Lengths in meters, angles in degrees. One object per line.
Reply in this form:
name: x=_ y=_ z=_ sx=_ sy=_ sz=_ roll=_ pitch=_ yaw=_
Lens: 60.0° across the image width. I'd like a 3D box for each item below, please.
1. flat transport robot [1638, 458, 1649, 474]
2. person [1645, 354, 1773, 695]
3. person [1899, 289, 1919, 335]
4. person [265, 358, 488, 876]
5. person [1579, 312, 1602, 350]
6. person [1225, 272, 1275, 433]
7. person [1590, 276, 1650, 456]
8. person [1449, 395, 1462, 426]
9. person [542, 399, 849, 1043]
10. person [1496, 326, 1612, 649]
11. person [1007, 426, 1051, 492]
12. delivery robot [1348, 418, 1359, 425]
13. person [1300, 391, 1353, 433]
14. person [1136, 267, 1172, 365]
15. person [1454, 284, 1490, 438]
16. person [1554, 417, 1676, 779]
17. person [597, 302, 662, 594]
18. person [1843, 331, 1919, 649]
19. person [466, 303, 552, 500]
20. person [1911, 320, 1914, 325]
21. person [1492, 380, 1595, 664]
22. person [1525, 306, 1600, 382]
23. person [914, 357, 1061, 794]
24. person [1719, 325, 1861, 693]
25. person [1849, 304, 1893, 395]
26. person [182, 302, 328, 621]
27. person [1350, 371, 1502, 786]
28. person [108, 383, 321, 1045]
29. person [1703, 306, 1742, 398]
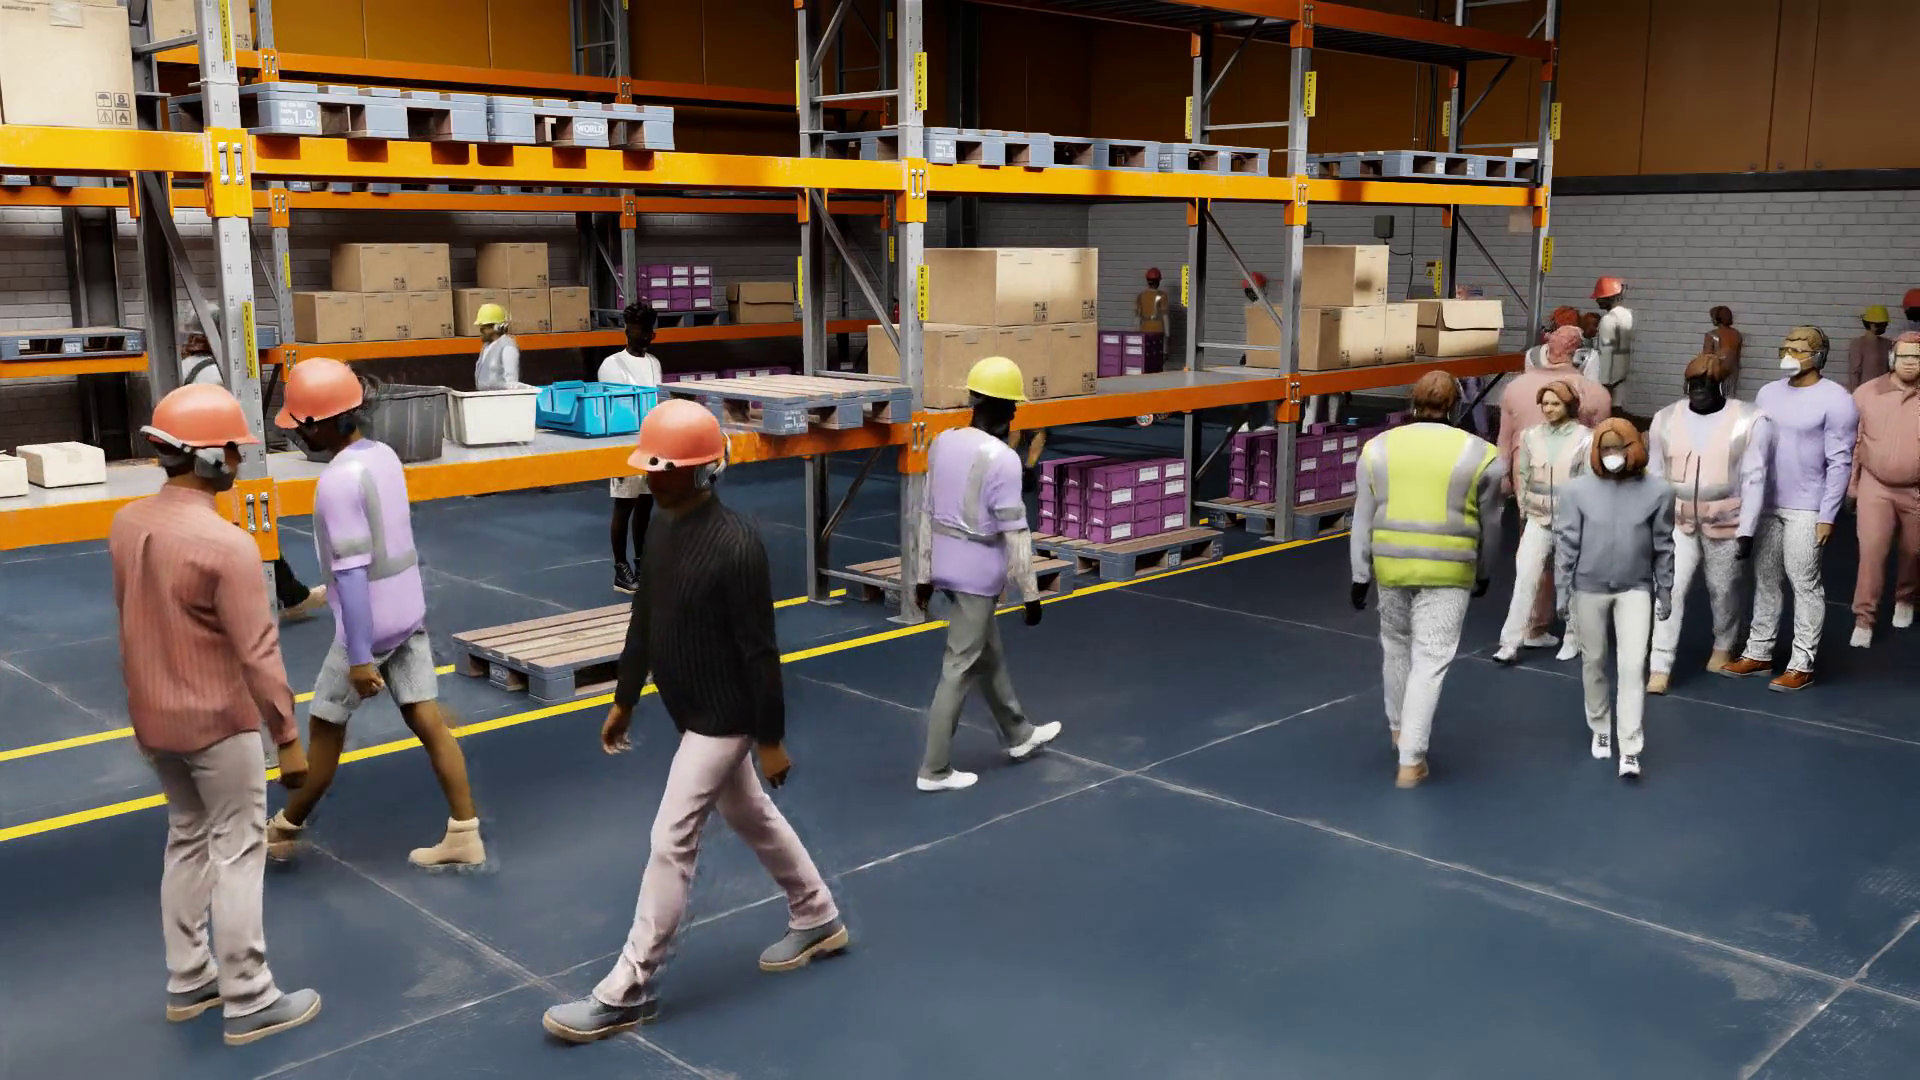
flat transport robot: x=6.441 y=-0.689 z=16.228 sx=1.431 sy=0.197 sz=0.652 roll=3 pitch=11 yaw=18
person: x=3.994 y=-0.108 z=8.930 sx=0.622 sy=1.802 sz=0.948 roll=7 pitch=13 yaw=34
person: x=9.635 y=-1.569 z=16.667 sx=0.552 sy=1.885 sz=1.037 roll=-2 pitch=11 yaw=-11
person: x=-2.283 y=0.306 z=6.164 sx=1.063 sy=1.958 sz=0.649 roll=1 pitch=10 yaw=4
person: x=6.519 y=-1.600 z=17.534 sx=0.673 sy=1.607 sz=0.499 roll=6 pitch=12 yaw=29
person: x=3.522 y=-2.228 z=20.004 sx=0.733 sy=1.967 sz=0.612 roll=-6 pitch=12 yaw=-29
person: x=6.820 y=-1.730 z=17.209 sx=0.616 sy=1.996 sz=0.849 roll=-9 pitch=14 yaw=-42
person: x=5.586 y=-1.970 z=19.201 sx=0.533 sy=1.739 sz=0.618 roll=-5 pitch=11 yaw=-23
person: x=-0.781 y=0.517 z=5.155 sx=1.082 sy=1.934 sz=0.634 roll=-7 pitch=12 yaw=-32
person: x=3.501 y=-0.304 z=9.744 sx=0.625 sy=1.884 sz=0.650 roll=-8 pitch=13 yaw=-38
person: x=0.646 y=-1.386 z=15.524 sx=0.530 sy=1.919 sz=0.580 roll=-5 pitch=11 yaw=-25
delivery robot: x=3.989 y=-0.998 z=16.887 sx=0.707 sy=0.478 sz=0.477 roll=-6 pitch=12 yaw=-32
person: x=3.528 y=-1.471 z=16.094 sx=0.585 sy=1.882 sz=0.337 roll=-3 pitch=11 yaw=-17
person: x=2.922 y=-3.144 z=25.105 sx=0.582 sy=1.927 sz=0.570 roll=9 pitch=14 yaw=40
person: x=5.621 y=-1.980 z=18.962 sx=1.007 sy=1.843 sz=0.676 roll=7 pitch=13 yaw=34
person: x=2.910 y=0.263 z=7.414 sx=0.511 sy=1.589 sz=0.806 roll=4 pitch=11 yaw=21
person: x=-2.183 y=-0.625 z=11.275 sx=0.375 sy=1.959 sz=0.600 roll=4 pitch=11 yaw=23
person: x=5.645 y=-0.322 z=9.951 sx=0.657 sy=1.861 sz=1.013 roll=6 pitch=12 yaw=32
person: x=-4.144 y=-1.272 z=15.260 sx=0.783 sy=1.801 sz=0.595 roll=-8 pitch=13 yaw=-37
person: x=10.192 y=-1.763 z=17.676 sx=0.729 sy=1.888 sz=0.637 roll=8 pitch=13 yaw=37
person: x=3.296 y=-0.075 z=9.247 sx=0.525 sy=1.600 sz=0.807 roll=9 pitch=14 yaw=39
person: x=4.642 y=-0.873 z=12.885 sx=0.578 sy=1.872 sz=0.406 roll=6 pitch=12 yaw=31
person: x=0.171 y=0.147 z=7.270 sx=0.935 sy=1.878 sz=0.599 roll=-6 pitch=12 yaw=-31
person: x=4.408 y=-0.167 z=8.832 sx=0.372 sy=1.940 sz=0.632 roll=-4 pitch=11 yaw=-22
person: x=8.778 y=-1.398 z=16.061 sx=0.541 sy=1.747 sz=0.475 roll=-4 pitch=11 yaw=-19
person: x=-4.402 y=-0.462 z=10.163 sx=0.702 sy=2.000 sz=0.957 roll=7 pitch=13 yaw=34
person: x=2.120 y=0.146 z=7.490 sx=0.625 sy=1.806 sz=0.857 roll=6 pitch=12 yaw=31
person: x=-2.209 y=0.529 z=4.927 sx=0.648 sy=1.982 sz=0.414 roll=6 pitch=12 yaw=30
person: x=8.505 y=-1.802 z=18.626 sx=0.590 sy=1.621 sz=0.457 roll=-3 pitch=11 yaw=-14
